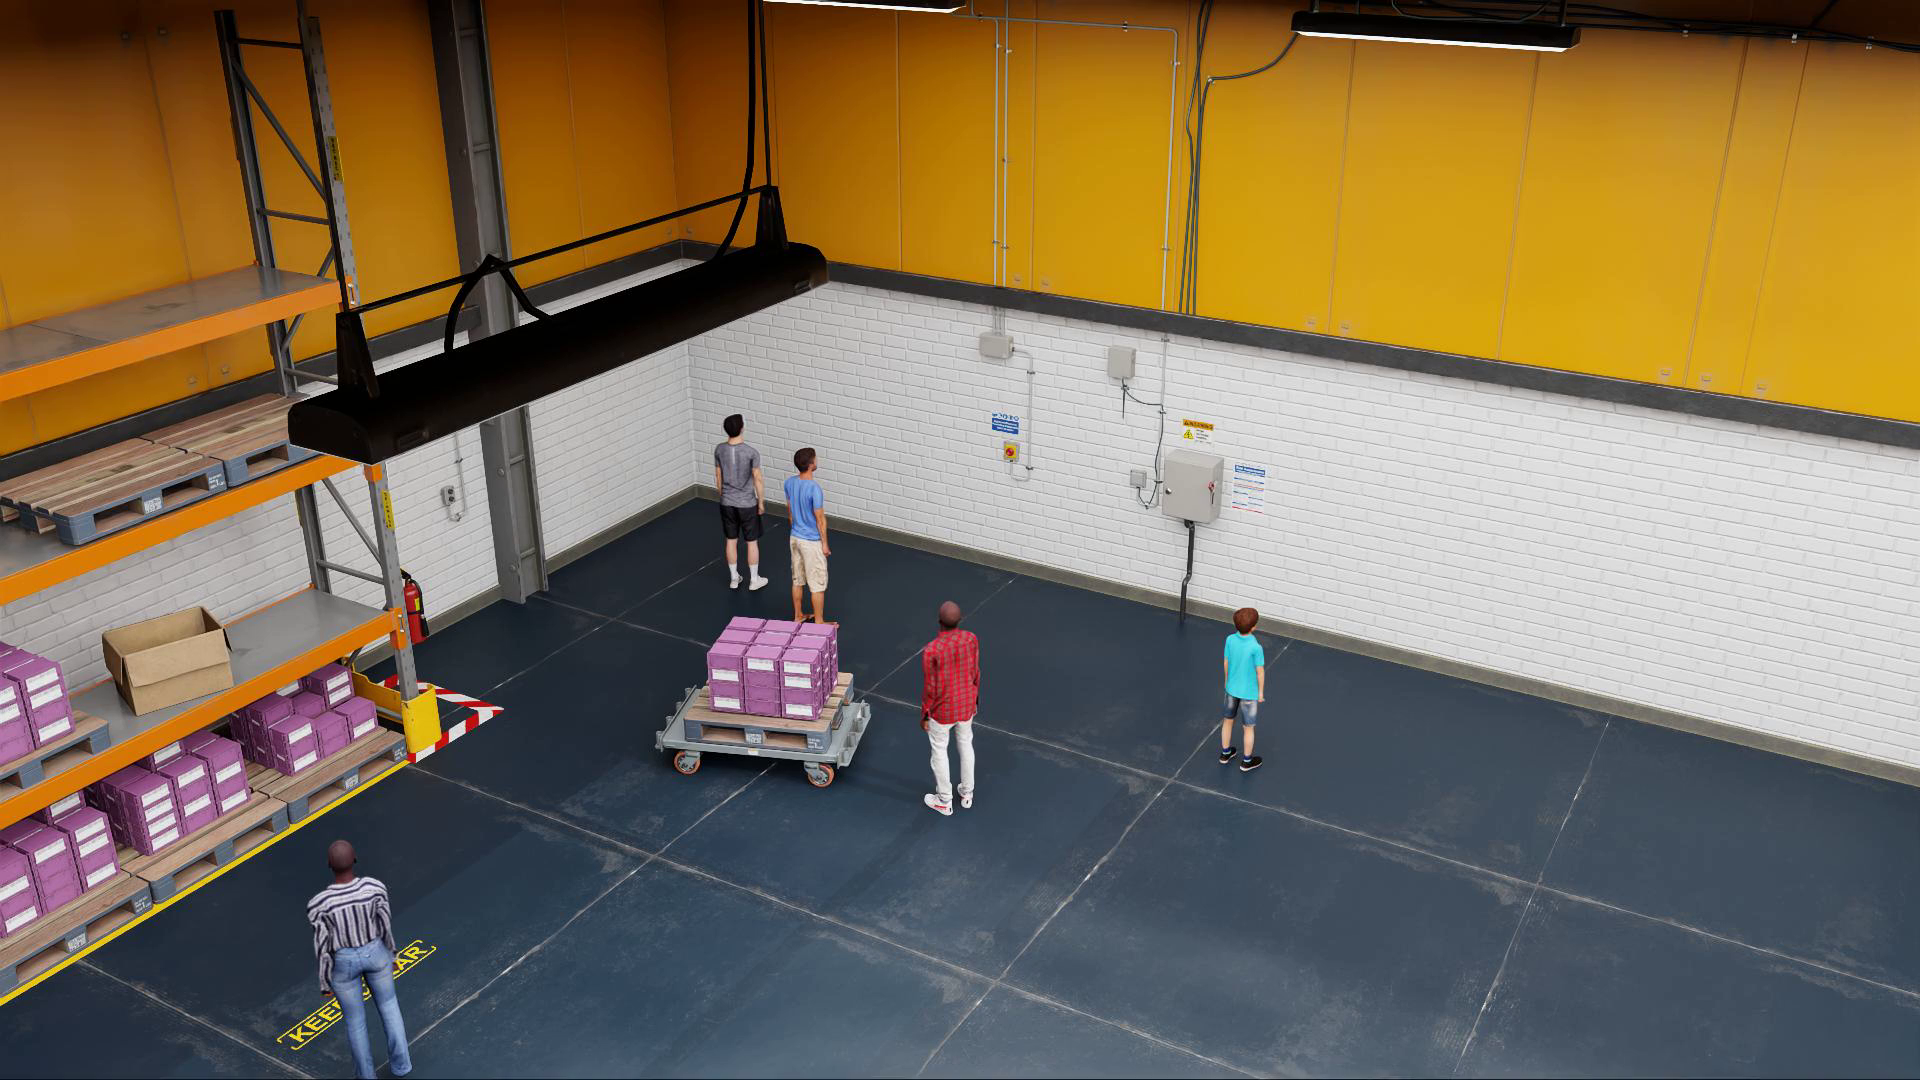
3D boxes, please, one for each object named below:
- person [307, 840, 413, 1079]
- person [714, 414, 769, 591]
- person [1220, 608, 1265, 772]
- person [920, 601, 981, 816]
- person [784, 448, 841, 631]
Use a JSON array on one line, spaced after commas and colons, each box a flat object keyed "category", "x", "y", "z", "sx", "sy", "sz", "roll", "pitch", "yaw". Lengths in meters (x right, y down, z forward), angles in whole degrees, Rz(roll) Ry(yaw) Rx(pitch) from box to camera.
[{"category": "person", "x": -3.648, "y": 2.603, "z": 10.121, "sx": 0.627, "sy": 1.795, "sz": 0.770, "roll": -16, "pitch": 28, "yaw": -32}, {"category": "person", "x": -2.247, "y": -0.385, "z": 16.861, "sx": 0.700, "sy": 1.871, "sz": 0.637, "roll": 7, "pitch": 25, "yaw": 15}, {"category": "person", "x": 2.332, "y": 1.211, "z": 13.737, "sx": 0.552, "sy": 1.449, "sz": 0.533, "roll": 19, "pitch": 30, "yaw": 37}, {"category": "person", "x": -0.069, "y": 1.301, "z": 13.068, "sx": 0.711, "sy": 1.820, "sz": 0.813, "roll": -11, "pitch": 26, "yaw": -24}, {"category": "person", "x": -1.466, "y": -0.003, "z": 15.997, "sx": 0.694, "sy": 1.863, "sz": 0.632, "roll": 19, "pitch": 30, "yaw": 37}]
